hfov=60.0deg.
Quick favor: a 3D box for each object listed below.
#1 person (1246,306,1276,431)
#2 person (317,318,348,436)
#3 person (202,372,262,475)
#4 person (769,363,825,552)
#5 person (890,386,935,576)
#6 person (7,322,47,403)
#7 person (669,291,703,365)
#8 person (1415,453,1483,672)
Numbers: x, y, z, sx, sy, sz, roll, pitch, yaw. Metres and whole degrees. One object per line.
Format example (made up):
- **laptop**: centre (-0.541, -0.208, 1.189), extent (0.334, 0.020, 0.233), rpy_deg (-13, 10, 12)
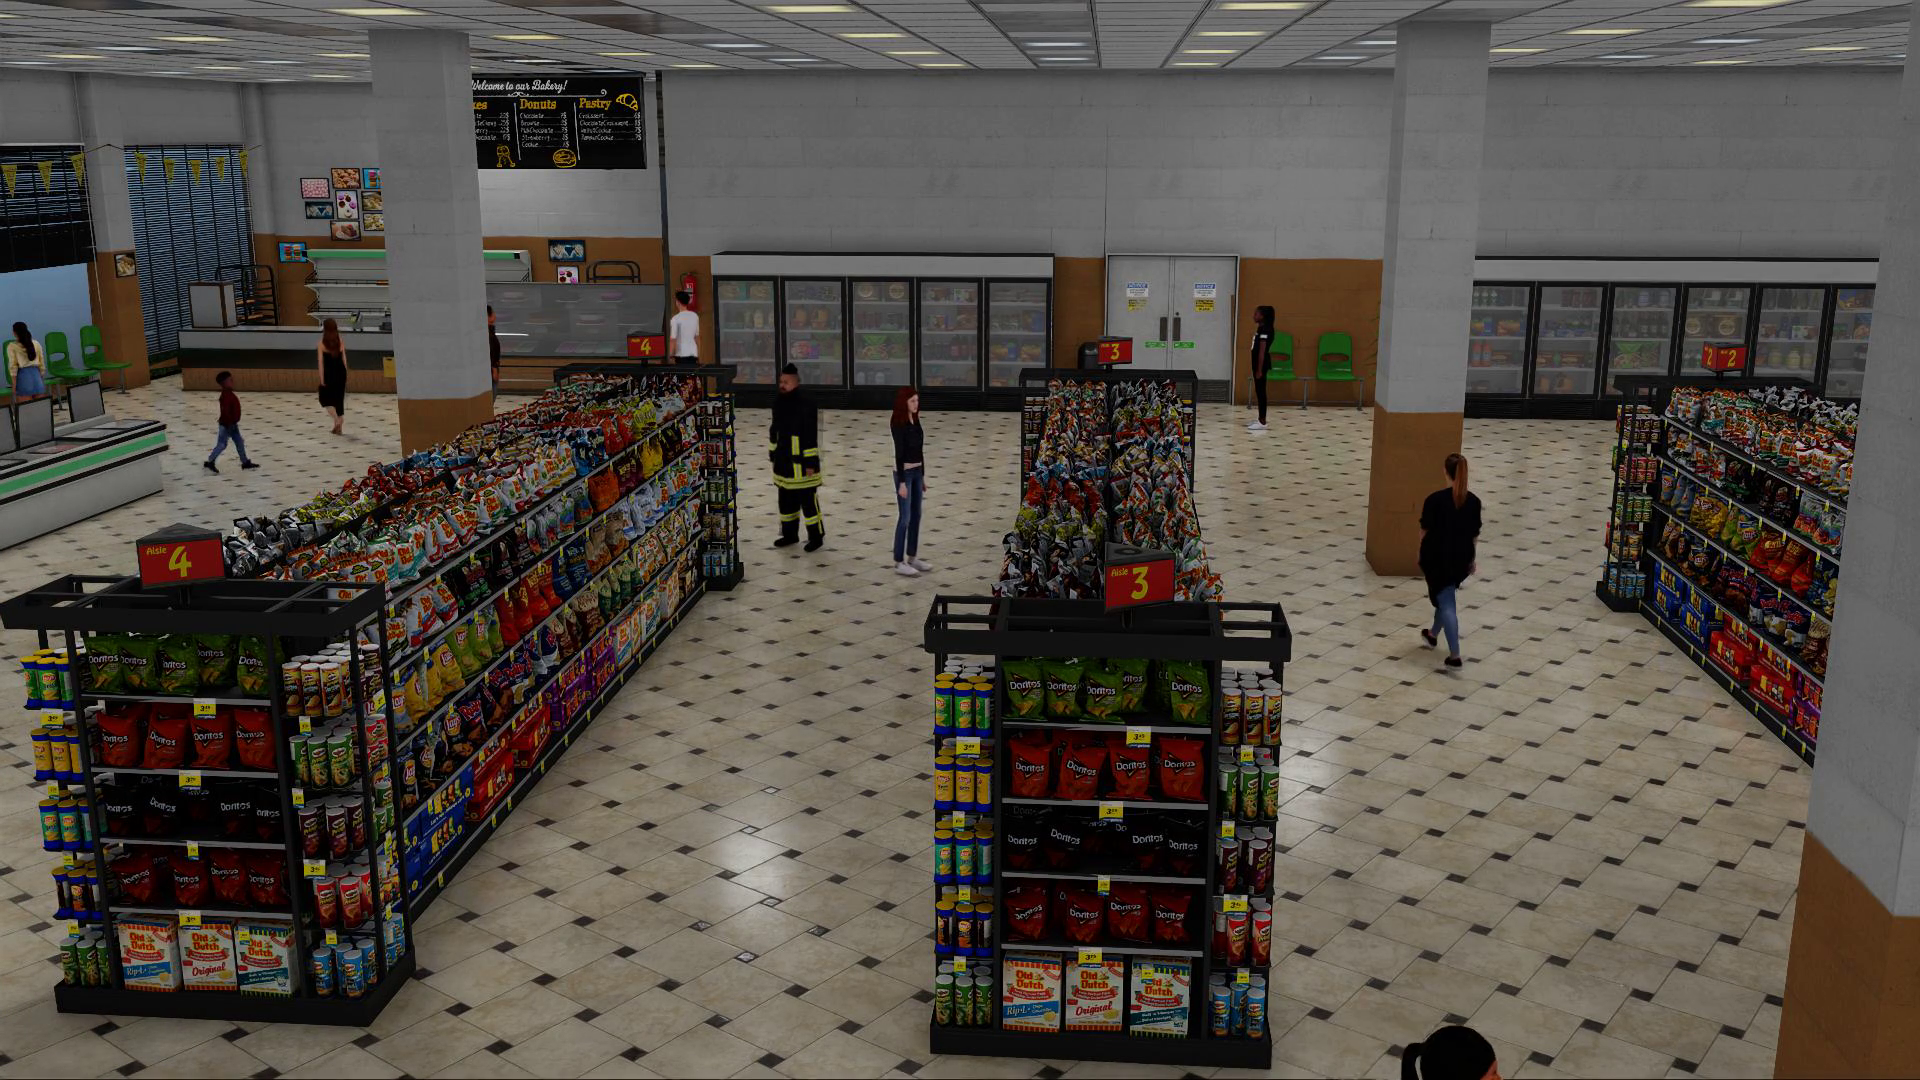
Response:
- **person**: centre (4.238, -2.431, 23.396), extent (0.650, 1.731, 0.480), rpy_deg (1, 14, 4)
- **person**: centre (-8.537, -2.213, 22.750), extent (0.777, 1.610, 0.834), rpy_deg (-12, 18, -41)
- **person**: centre (-8.979, -1.417, 20.247), extent (0.749, 1.245, 0.867), rpy_deg (-3, 14, -14)
- **person**: centre (-1.617, -0.826, 16.520), extent (0.878, 1.852, 0.888), rpy_deg (10, 17, 35)
- **person**: centre (-0.490, -0.557, 15.553), extent (0.727, 1.786, 0.623), rpy_deg (7, 15, 27)
- **person**: centre (-12.502, -2.120, 22.326), extent (0.780, 1.631, 0.662), rpy_deg (9, 16, 33)
- **person**: centre (-3.926, -2.689, 24.230), extent (0.896, 1.838, 0.810), rpy_deg (11, 18, 39)
- **person**: centre (3.763, 0.204, 12.732), extent (0.743, 1.636, 1.149), rpy_deg (-1, 14, -4)
